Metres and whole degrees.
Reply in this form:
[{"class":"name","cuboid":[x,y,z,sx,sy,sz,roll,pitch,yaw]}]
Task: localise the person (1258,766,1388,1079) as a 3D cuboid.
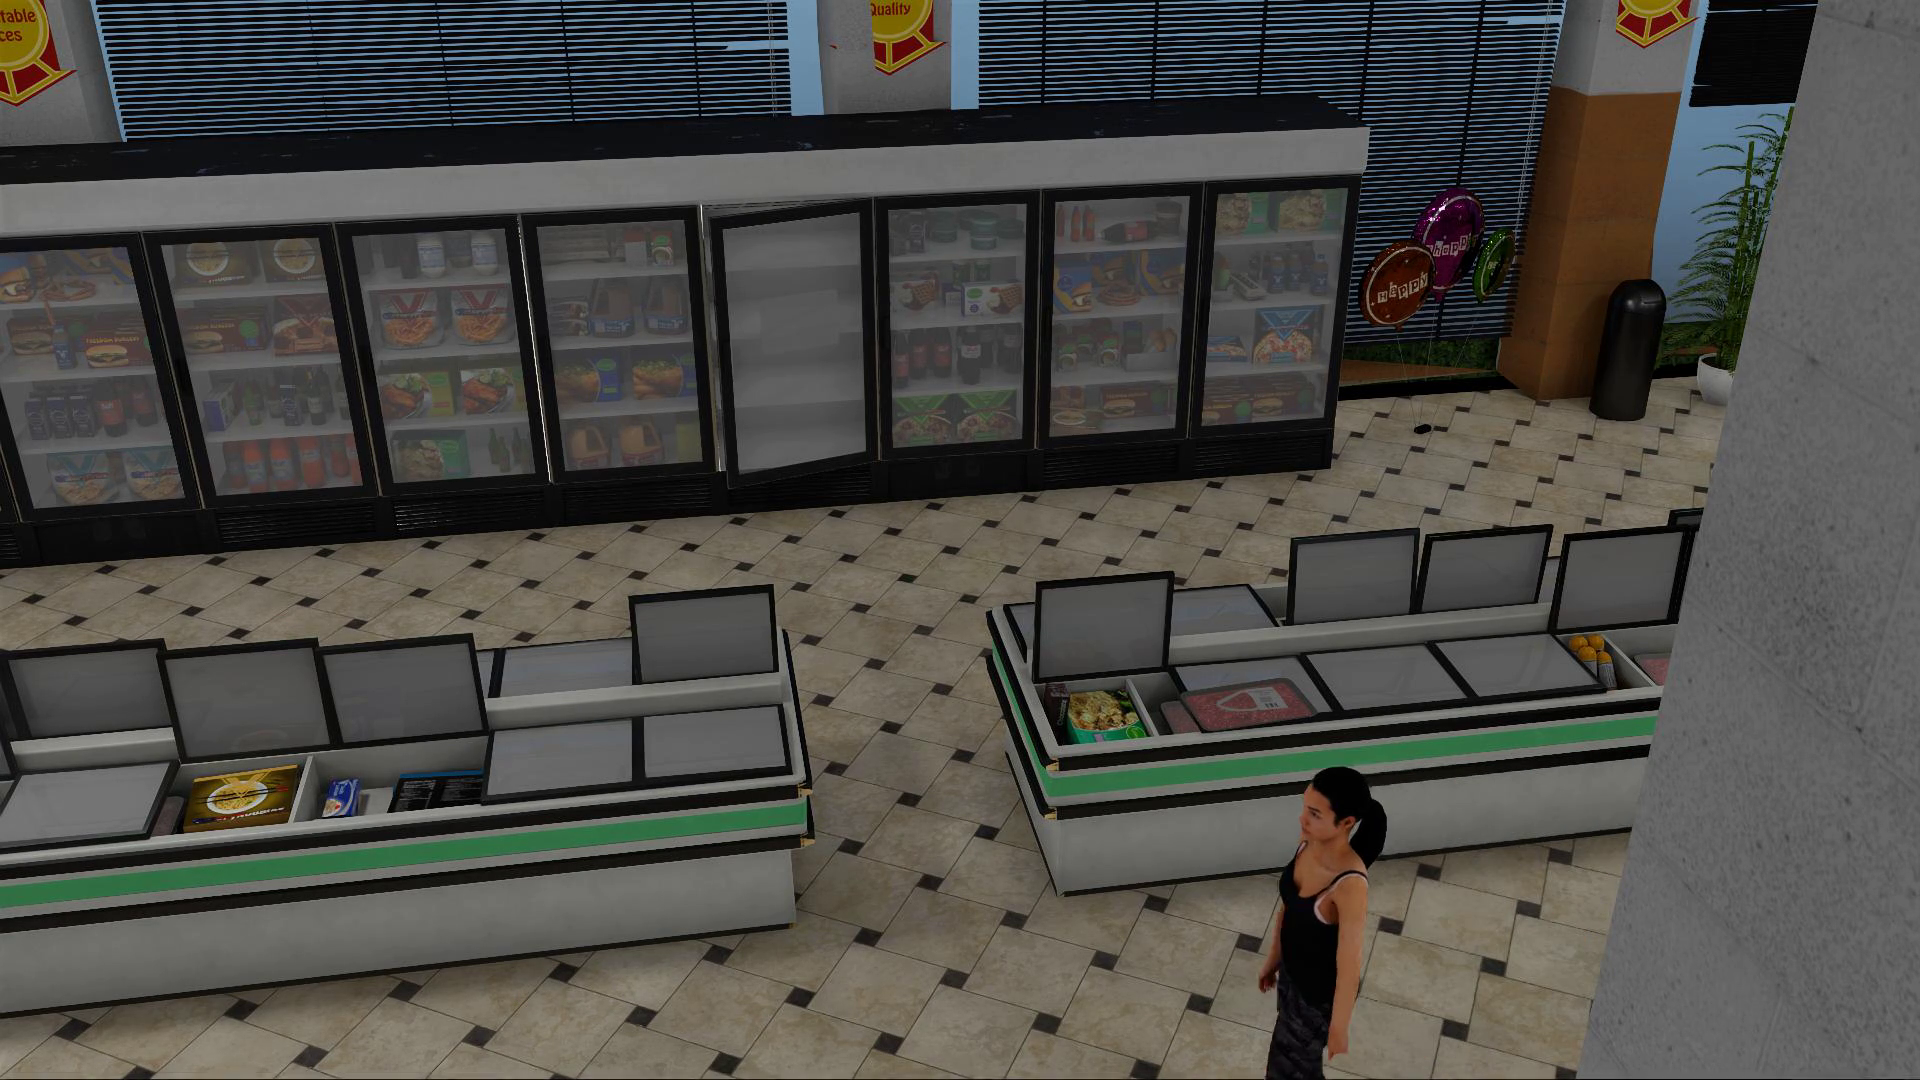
[{"class":"person","cuboid":[1.259,1.471,5.460,0.622,1.719,0.585,-3,27,-5]}]
